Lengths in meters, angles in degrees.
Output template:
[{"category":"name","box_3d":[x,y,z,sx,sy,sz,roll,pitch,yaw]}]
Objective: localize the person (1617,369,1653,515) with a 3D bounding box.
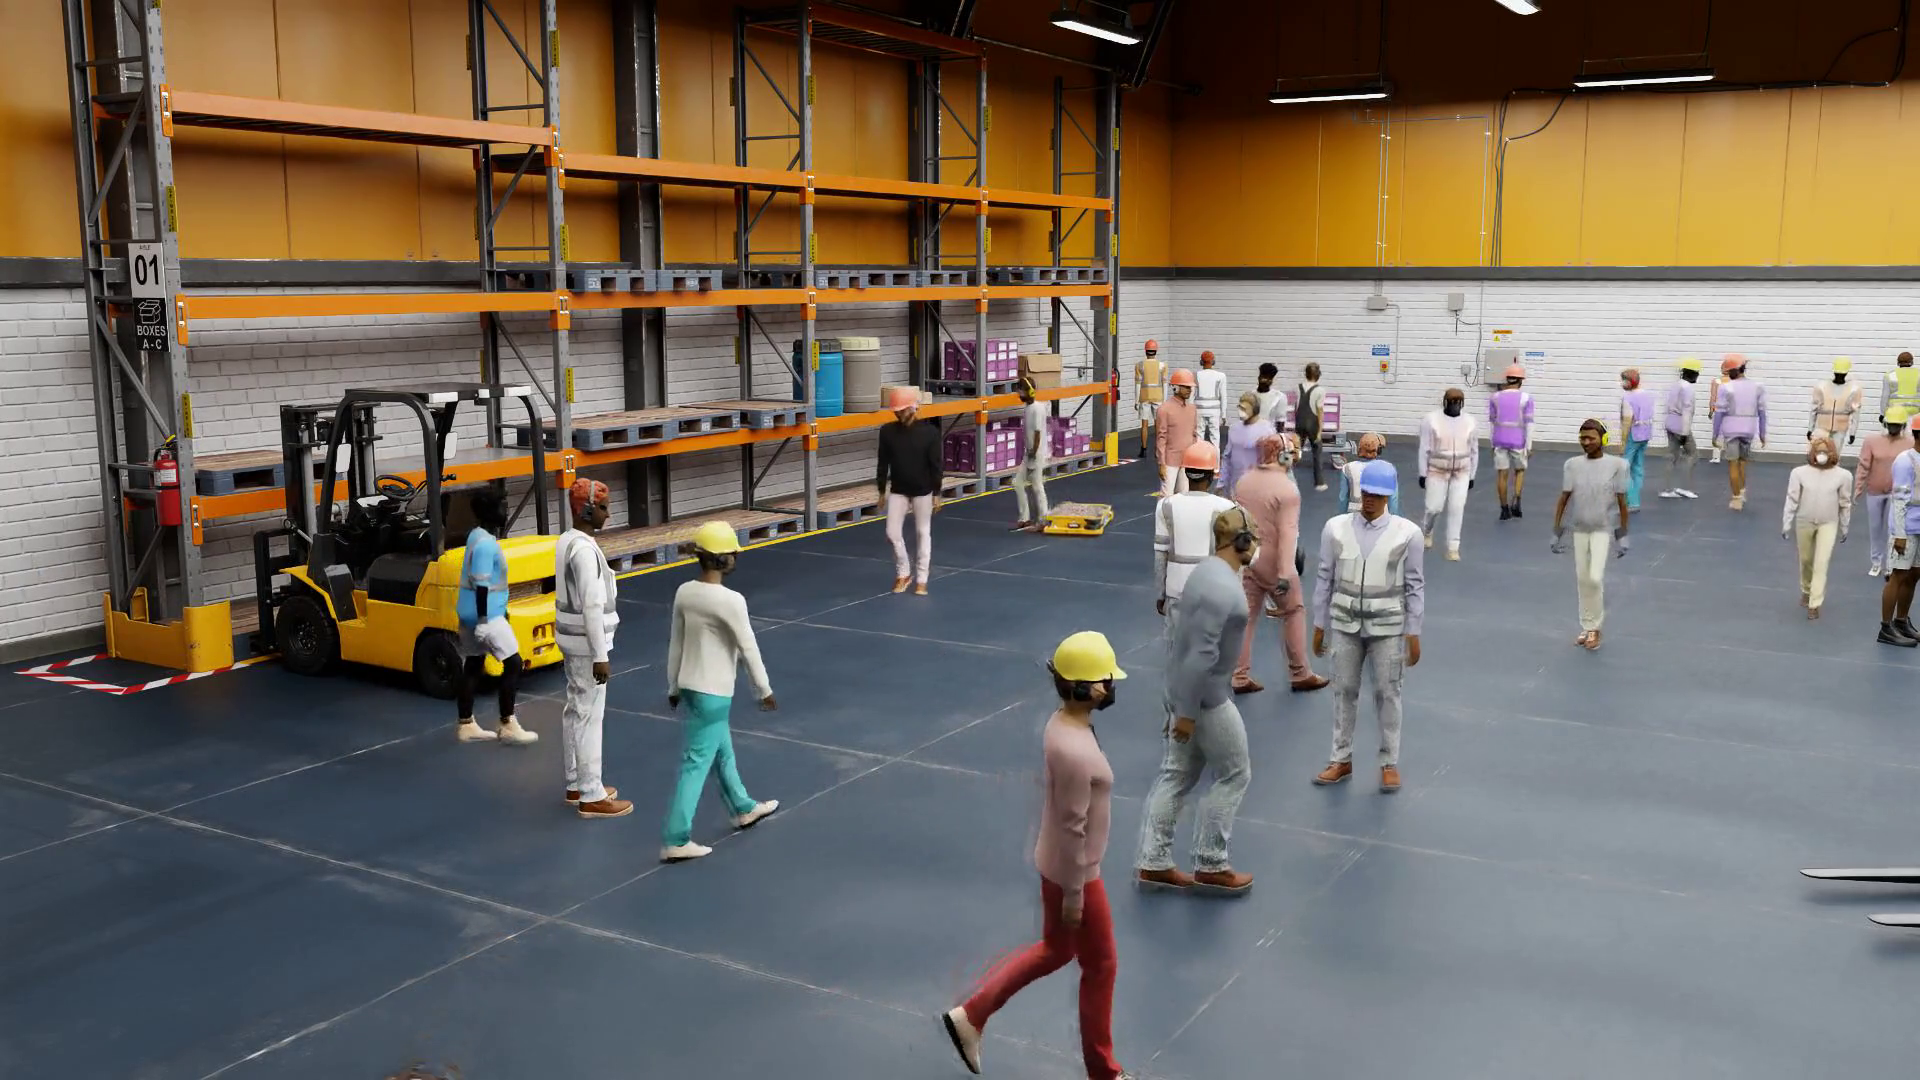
[{"category":"person","box_3d":[8.465,-1.221,20.813,0.702,1.820,0.416,-6,11,-33]}]

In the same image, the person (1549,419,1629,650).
[{"category":"person","box_3d":[5.024,-0.044,13.336,0.578,1.848,0.623,8,12,40]}]

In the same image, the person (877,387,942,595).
[{"category":"person","box_3d":[-0.470,-0.451,15.522,0.657,1.961,0.498,2,9,13]}]

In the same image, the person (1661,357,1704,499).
[{"category":"person","box_3d":[9.691,-1.494,22.247,0.593,1.896,0.579,-1,9,-4]}]

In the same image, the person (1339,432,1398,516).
[{"category":"person","box_3d":[3.542,-0.116,14.449,0.523,1.638,0.310,6,11,33]}]

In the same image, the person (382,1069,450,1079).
[{"category":"person","box_3d":[-0.853,1.693,2.686,0.637,1.800,0.971,1,9,5]}]

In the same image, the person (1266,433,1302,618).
[{"category":"person","box_3d":[2.832,-0.128,14.576,0.280,1.625,0.493,2,9,14]}]

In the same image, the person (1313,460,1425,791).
[{"category":"person","box_3d":[2.374,0.498,9.697,0.654,1.936,0.391,5,10,28]}]

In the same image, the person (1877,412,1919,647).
[{"category":"person","box_3d":[7.723,-0.093,13.430,0.540,1.930,0.384,-6,11,-31]}]

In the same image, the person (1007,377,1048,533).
[{"category":"person","box_3d":[0.789,-0.969,19.187,0.630,1.830,0.578,-3,10,-17]}]

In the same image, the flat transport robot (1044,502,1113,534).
[{"category":"flat transport robot","box_3d":[1.411,-0.263,19.626,0.652,0.197,1.431,2,9,11]}]

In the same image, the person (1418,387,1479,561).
[{"category":"person","box_3d":[5.146,-0.710,17.562,0.640,1.829,0.608,0,9,2]}]

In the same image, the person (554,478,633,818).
[{"category":"person","box_3d":[-2.066,0.593,9.250,0.355,1.887,0.573,-4,10,-25]}]

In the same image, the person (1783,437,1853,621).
[{"category":"person","box_3d":[7.583,-0.133,14.713,0.506,1.593,0.858,6,11,33]}]

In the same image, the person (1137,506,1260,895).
[{"category":"person","box_3d":[1.177,0.783,8.056,0.668,1.886,0.649,0,9,-3]}]

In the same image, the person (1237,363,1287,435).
[{"category":"person","box_3d":[3.665,-1.201,20.348,0.661,1.932,0.407,5,10,28]}]

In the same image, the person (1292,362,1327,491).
[{"category":"person","box_3d":[4.756,-1.532,22.772,0.511,1.812,0.938,7,12,38]}]

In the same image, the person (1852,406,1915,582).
[{"category":"person","box_3d":[9.047,-0.444,16.255,0.544,1.722,0.907,6,11,35]}]

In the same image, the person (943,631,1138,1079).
[{"category":"person","box_3d":[0.328,1.180,6.026,0.726,1.749,0.523,0,9,-3]}]

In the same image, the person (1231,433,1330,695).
[{"category":"person","box_3d":[2.288,0.168,11.926,0.858,1.872,0.664,-5,11,-31]}]

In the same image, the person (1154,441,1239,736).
[{"category":"person","box_3d":[1.535,0.324,10.774,0.551,1.936,0.356,3,10,21]}]

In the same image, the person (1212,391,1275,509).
[{"category":"person","box_3d":[2.779,-0.496,16.053,0.984,1.901,0.641,-4,10,-23]}]

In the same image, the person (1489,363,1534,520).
[{"category":"person","box_3d":[6.741,-1.199,20.362,0.541,1.915,0.431,5,10,28]}]

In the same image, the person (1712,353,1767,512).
[{"category":"person","box_3d":[9.874,-1.374,21.174,0.655,2.001,0.655,0,9,0]}]

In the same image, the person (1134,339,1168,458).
[{"category":"person","box_3d":[3.112,-2.302,27.161,0.543,1.940,0.361,0,9,0]}]

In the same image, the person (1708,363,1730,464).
[{"category":"person","box_3d":[12.120,-2.018,26.327,0.517,1.636,0.314,1,9,6]}]

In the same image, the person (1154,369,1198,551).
[{"category":"person","box_3d":[2.355,-0.851,17.973,0.618,1.990,0.400,-8,12,-40]}]

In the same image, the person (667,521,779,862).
[{"category":"person","box_3d":[-1.230,0.767,8.667,0.866,1.731,0.539,-8,12,-40]}]

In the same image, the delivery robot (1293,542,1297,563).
[{"category":"delivery robot","box_3d":[3.134,0.064,16.409,0.477,0.478,0.707,2,9,15]}]

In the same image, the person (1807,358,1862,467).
[{"category":"person","box_3d":[11.641,-1.479,22.177,0.611,1.883,0.852,5,10,28]}]

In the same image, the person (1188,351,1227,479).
[{"category":"person","box_3d":[3.629,-1.836,24.428,0.573,1.883,0.356,1,9,9]}]

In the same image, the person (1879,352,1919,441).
[{"category":"person","box_3d":[14.183,-1.912,25.050,0.619,1.840,0.430,2,9,13]}]

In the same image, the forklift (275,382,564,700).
[{"category":"forklift","box_3d":[-3.974,-0.067,12.417,2.313,2.155,1.214,5,11,30]}]

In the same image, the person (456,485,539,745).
[{"category":"person","box_3d":[-2.952,0.480,10.596,0.608,1.675,0.549,-4,10,-23]}]
